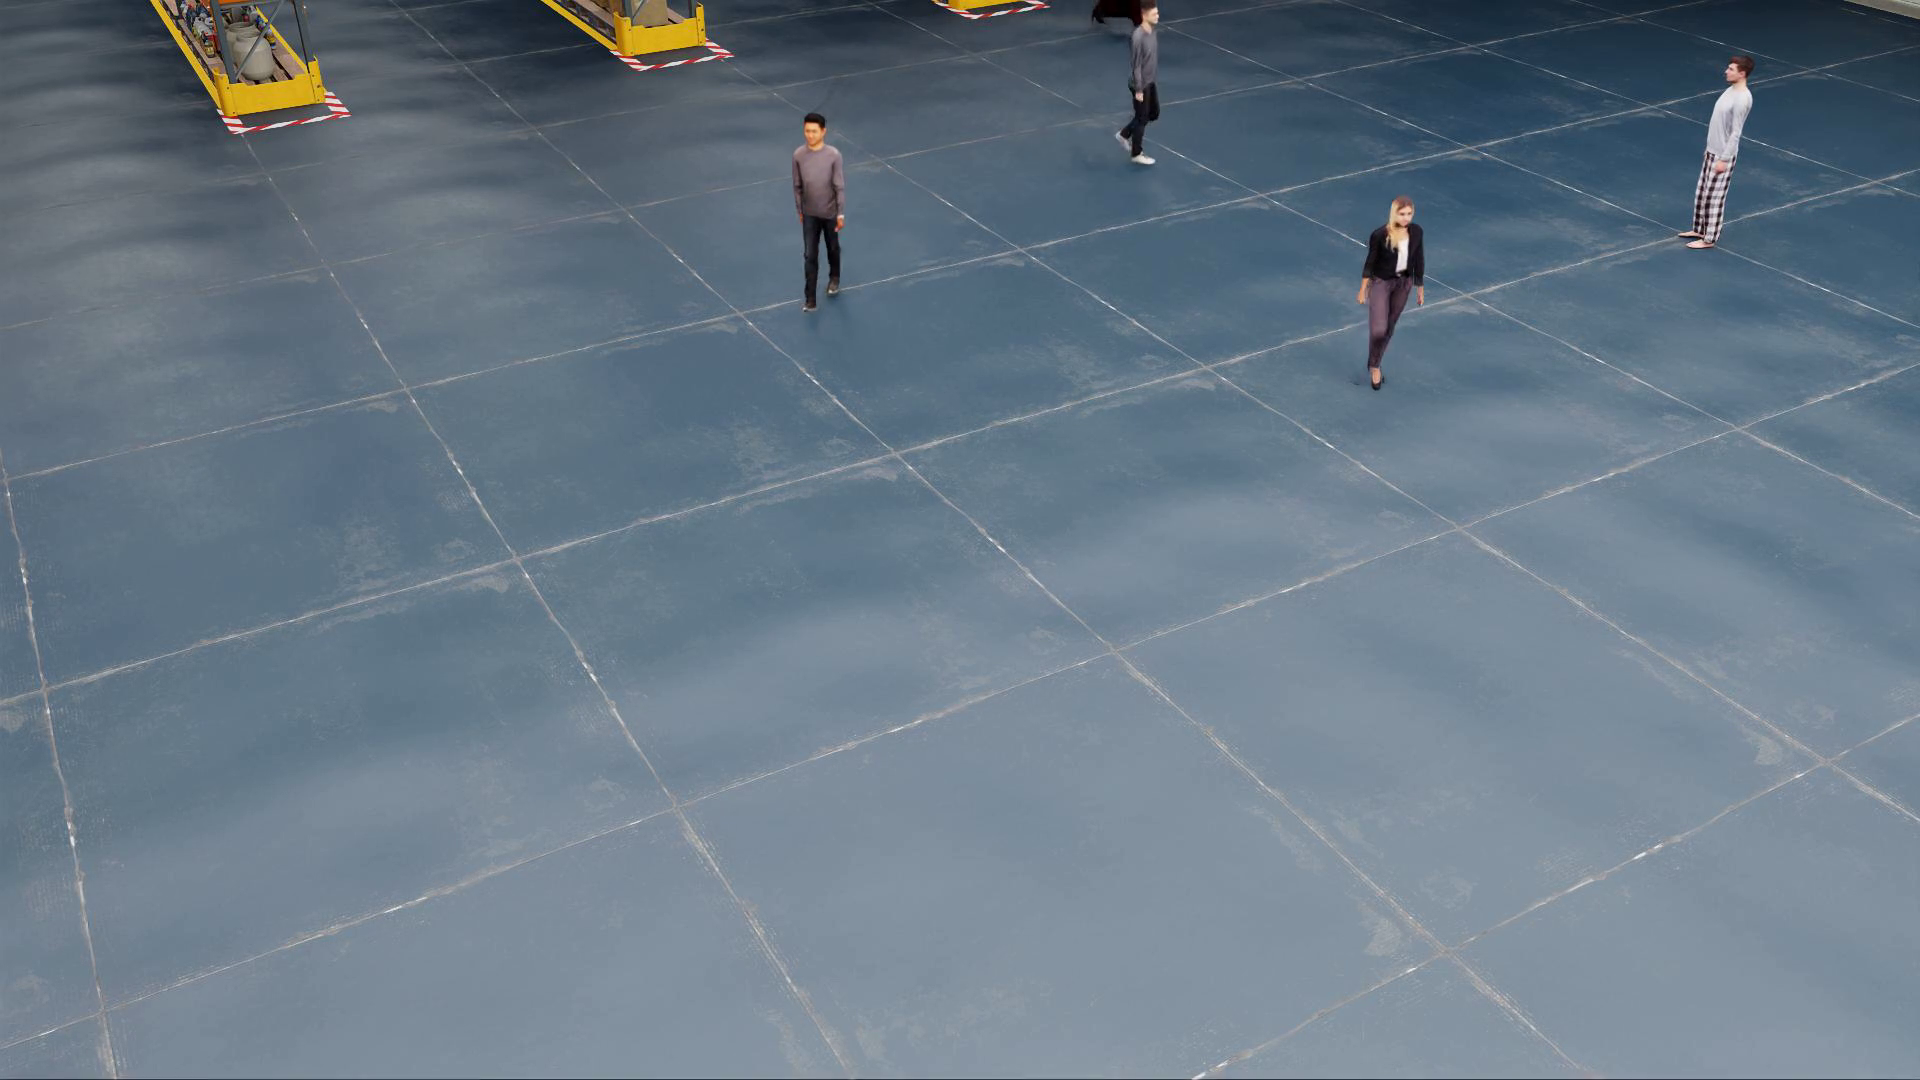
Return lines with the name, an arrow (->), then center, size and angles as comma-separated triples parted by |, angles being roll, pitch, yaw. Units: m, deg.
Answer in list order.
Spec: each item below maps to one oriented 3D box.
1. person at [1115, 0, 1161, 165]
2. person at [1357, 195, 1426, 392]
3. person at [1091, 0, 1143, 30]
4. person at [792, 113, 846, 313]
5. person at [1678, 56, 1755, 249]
person -> 1.902, -4.962, 18.042 | 0.886, 1.749, 0.817 | 13, 35, 20
person -> 3.449, -2.043, 13.504 | 0.725, 1.654, 0.718 | -12, 34, -19
person -> 2.108, -7.784, 22.545 | 1.152, 1.716, 1.091 | 9, 33, 14
person -> -1.201, -2.949, 14.876 | 1.201, 1.722, 1.070 | -13, 35, -20
person -> 7.330, -3.735, 16.005 | 0.767, 1.847, 0.667 | 3, 32, 5
